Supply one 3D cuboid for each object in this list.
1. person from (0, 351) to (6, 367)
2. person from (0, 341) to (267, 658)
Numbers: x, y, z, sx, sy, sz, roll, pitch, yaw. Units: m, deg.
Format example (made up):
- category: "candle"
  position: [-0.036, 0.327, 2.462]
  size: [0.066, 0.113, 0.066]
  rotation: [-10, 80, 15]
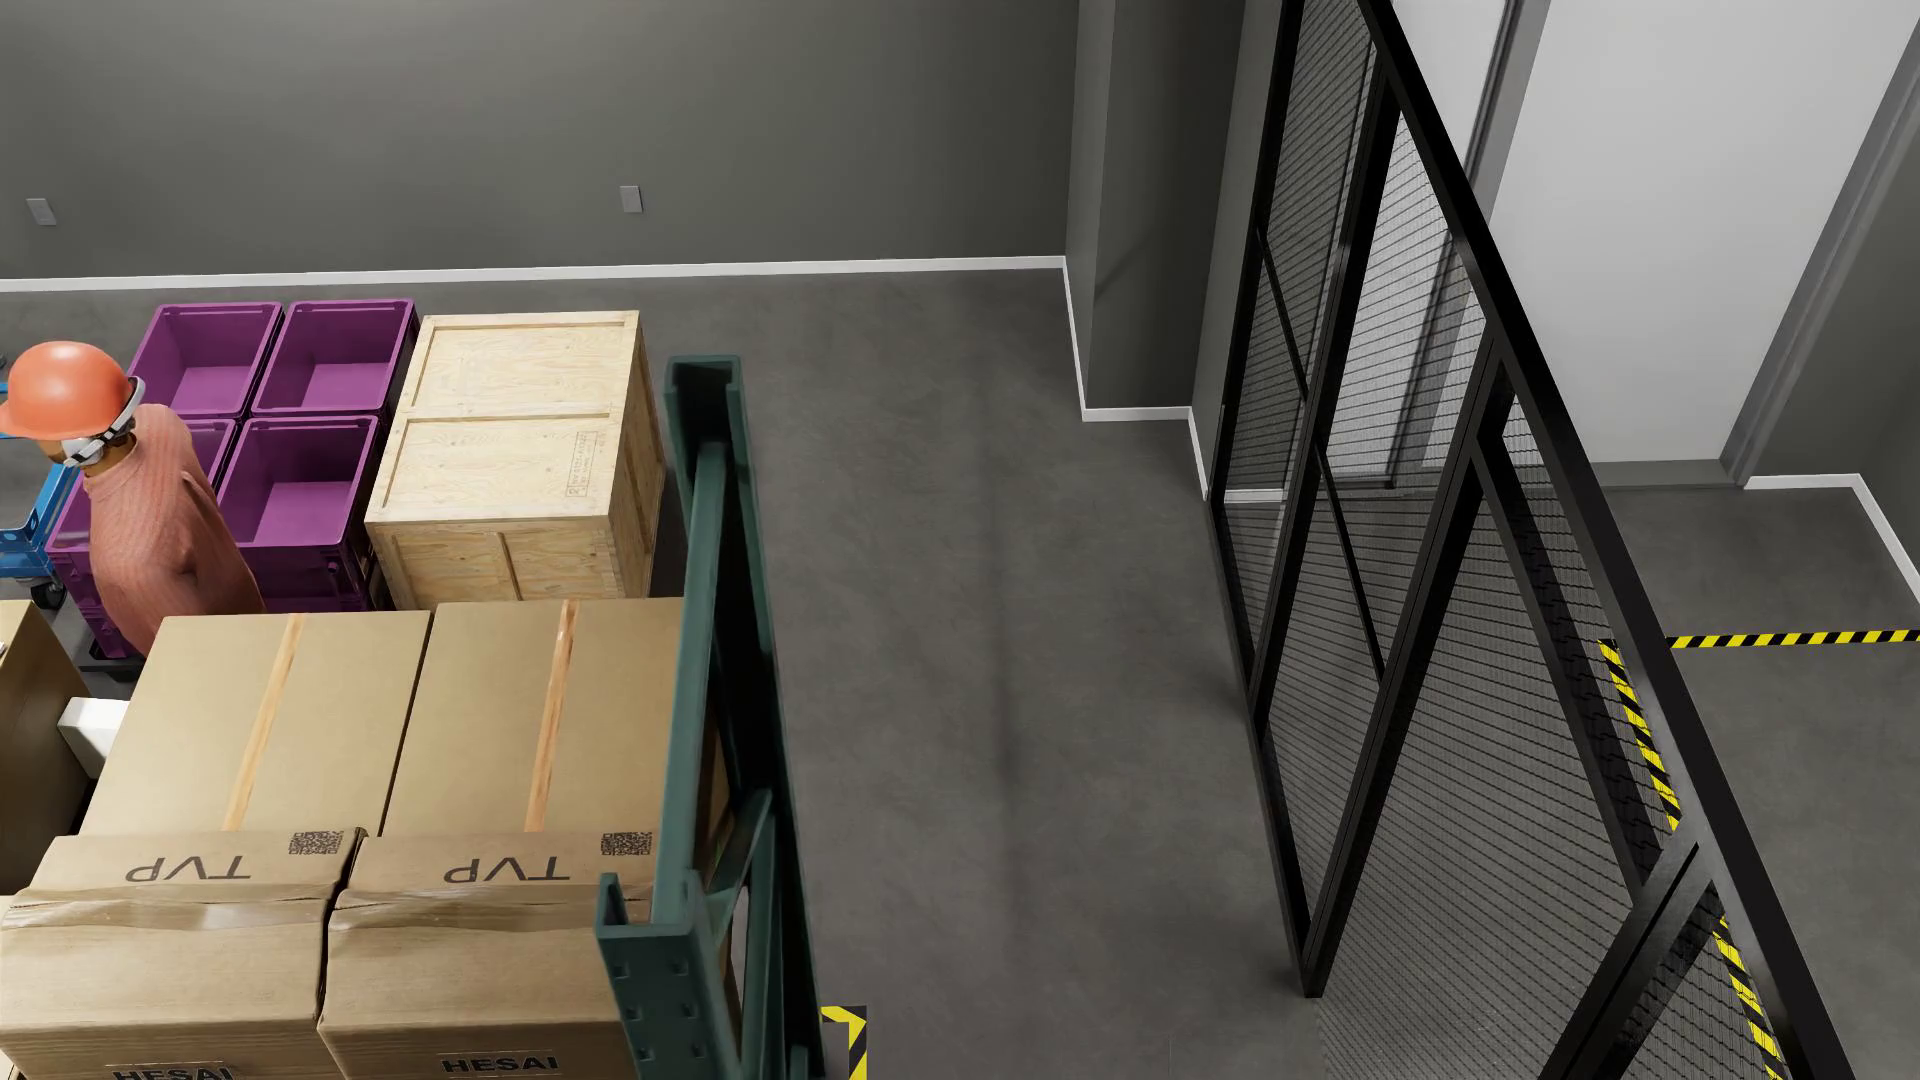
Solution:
- category: "person"
  position: [-4.029, -1.266, 5.965]
  size: [0.358, 1.938, 0.636]
  rotation: [-4, 46, -4]
- category: "person"
  position: [-2.043, 0.260, 4.469]
  size: [0.378, 1.996, 0.611]
  rotation: [-12, 47, -11]
